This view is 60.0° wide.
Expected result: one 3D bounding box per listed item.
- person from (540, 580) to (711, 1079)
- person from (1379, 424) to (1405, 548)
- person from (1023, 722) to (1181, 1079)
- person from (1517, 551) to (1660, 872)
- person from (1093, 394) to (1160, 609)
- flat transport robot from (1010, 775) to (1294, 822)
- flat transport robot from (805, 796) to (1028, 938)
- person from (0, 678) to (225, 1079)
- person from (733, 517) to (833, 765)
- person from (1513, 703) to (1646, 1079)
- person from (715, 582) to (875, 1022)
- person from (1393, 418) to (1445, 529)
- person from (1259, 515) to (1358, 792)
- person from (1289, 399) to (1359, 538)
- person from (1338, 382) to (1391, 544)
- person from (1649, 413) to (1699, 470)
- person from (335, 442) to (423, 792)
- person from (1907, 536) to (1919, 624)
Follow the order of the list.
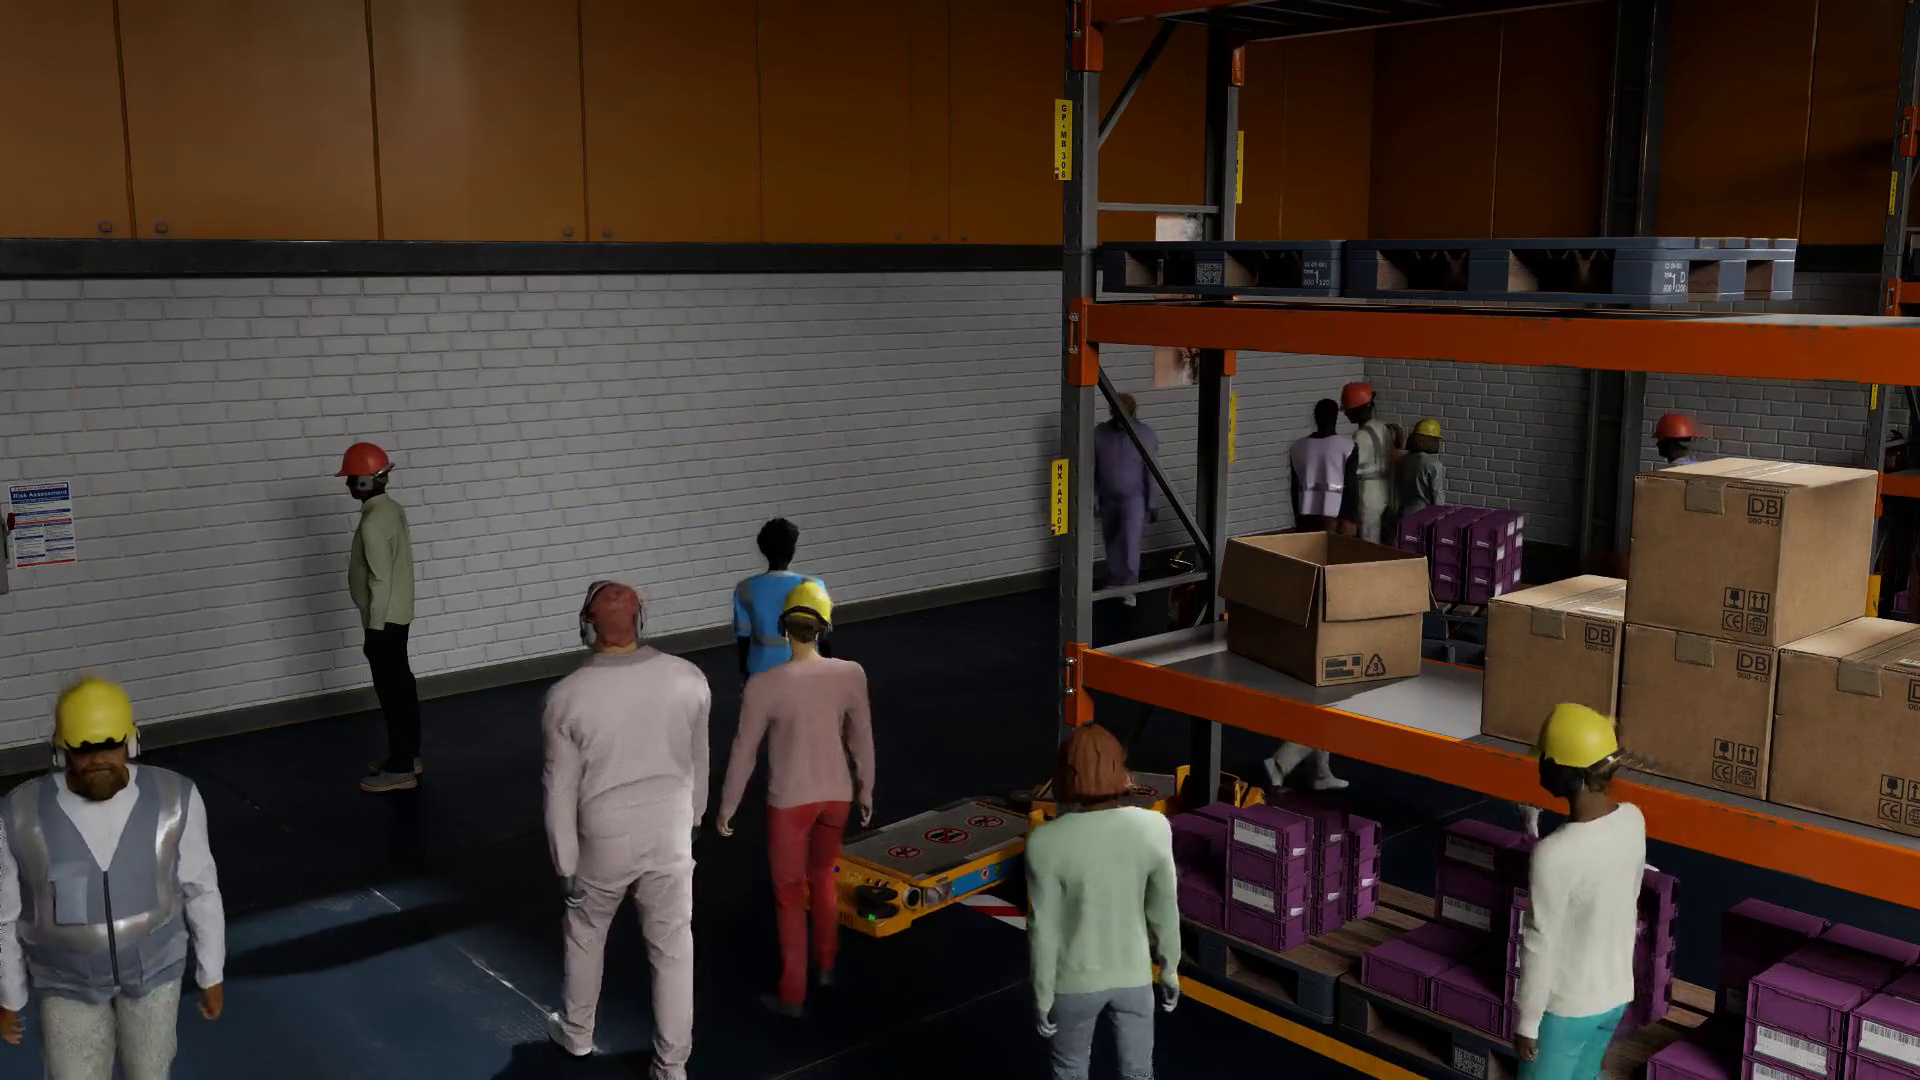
[{"bbox_3d":[-1.243,1.069,6.134,0.668,1.873,0.890,-5,11,-28],"label":"person"},{"bbox_3d":[3.662,-0.184,14.168,0.329,1.622,0.523,-4,11,-25],"label":"person"},{"bbox_3d":[0.475,1.384,5.068,0.512,1.603,0.609,-3,10,-18],"label":"person"},{"bbox_3d":[3.157,0.829,8.290,0.668,1.607,0.502,6,11,30],"label":"person"},{"bbox_3d":[1.400,-0.339,14.448,0.666,1.852,0.800,5,11,29],"label":"person"},{"bbox_3d":[1.017,1.418,8.751,1.431,0.197,0.652,3,10,17],"label":"flat transport robot"},{"bbox_3d":[-0.116,1.541,8.031,0.652,0.197,1.431,9,13,42],"label":"flat transport robot"},{"bbox_3d":[-2.501,1.298,4.925,0.625,1.814,0.513,-6,11,-32],"label":"person"},{"bbox_3d":[-0.940,0.712,8.771,0.535,1.673,0.666,3,10,15],"label":"person"},{"bbox_3d":[1.843,1.342,4.868,0.537,1.748,0.488,-7,12,-36],"label":"person"},{"bbox_3d":[-0.654,1.047,6.654,0.628,1.736,0.403,-6,11,-32],"label":"person"},{"bbox_3d":[3.732,-0.119,13.474,0.319,1.734,0.483,-6,11,-31],"label":"person"},{"bbox_3d":[1.948,0.661,9.215,0.597,1.618,0.541,-2,10,-14],"label":"person"},{"bbox_3d":[2.991,-0.198,13.493,0.619,1.882,0.793,6,12,33],"label":"person"},{"bbox_3d":[3.273,-0.307,13.805,0.803,1.995,0.608,5,11,25],"label":"person"},{"bbox_3d":[5.127,0.048,11.975,0.560,1.918,0.434,-6,12,-33],"label":"person"},{"bbox_3d":[-3.308,0.433,9.486,0.400,1.989,0.623,-1,10,-8],"label":"person"},{"bbox_3d":[5.331,0.595,8.789,0.399,1.908,0.643,-3,10,-18],"label":"person"}]
